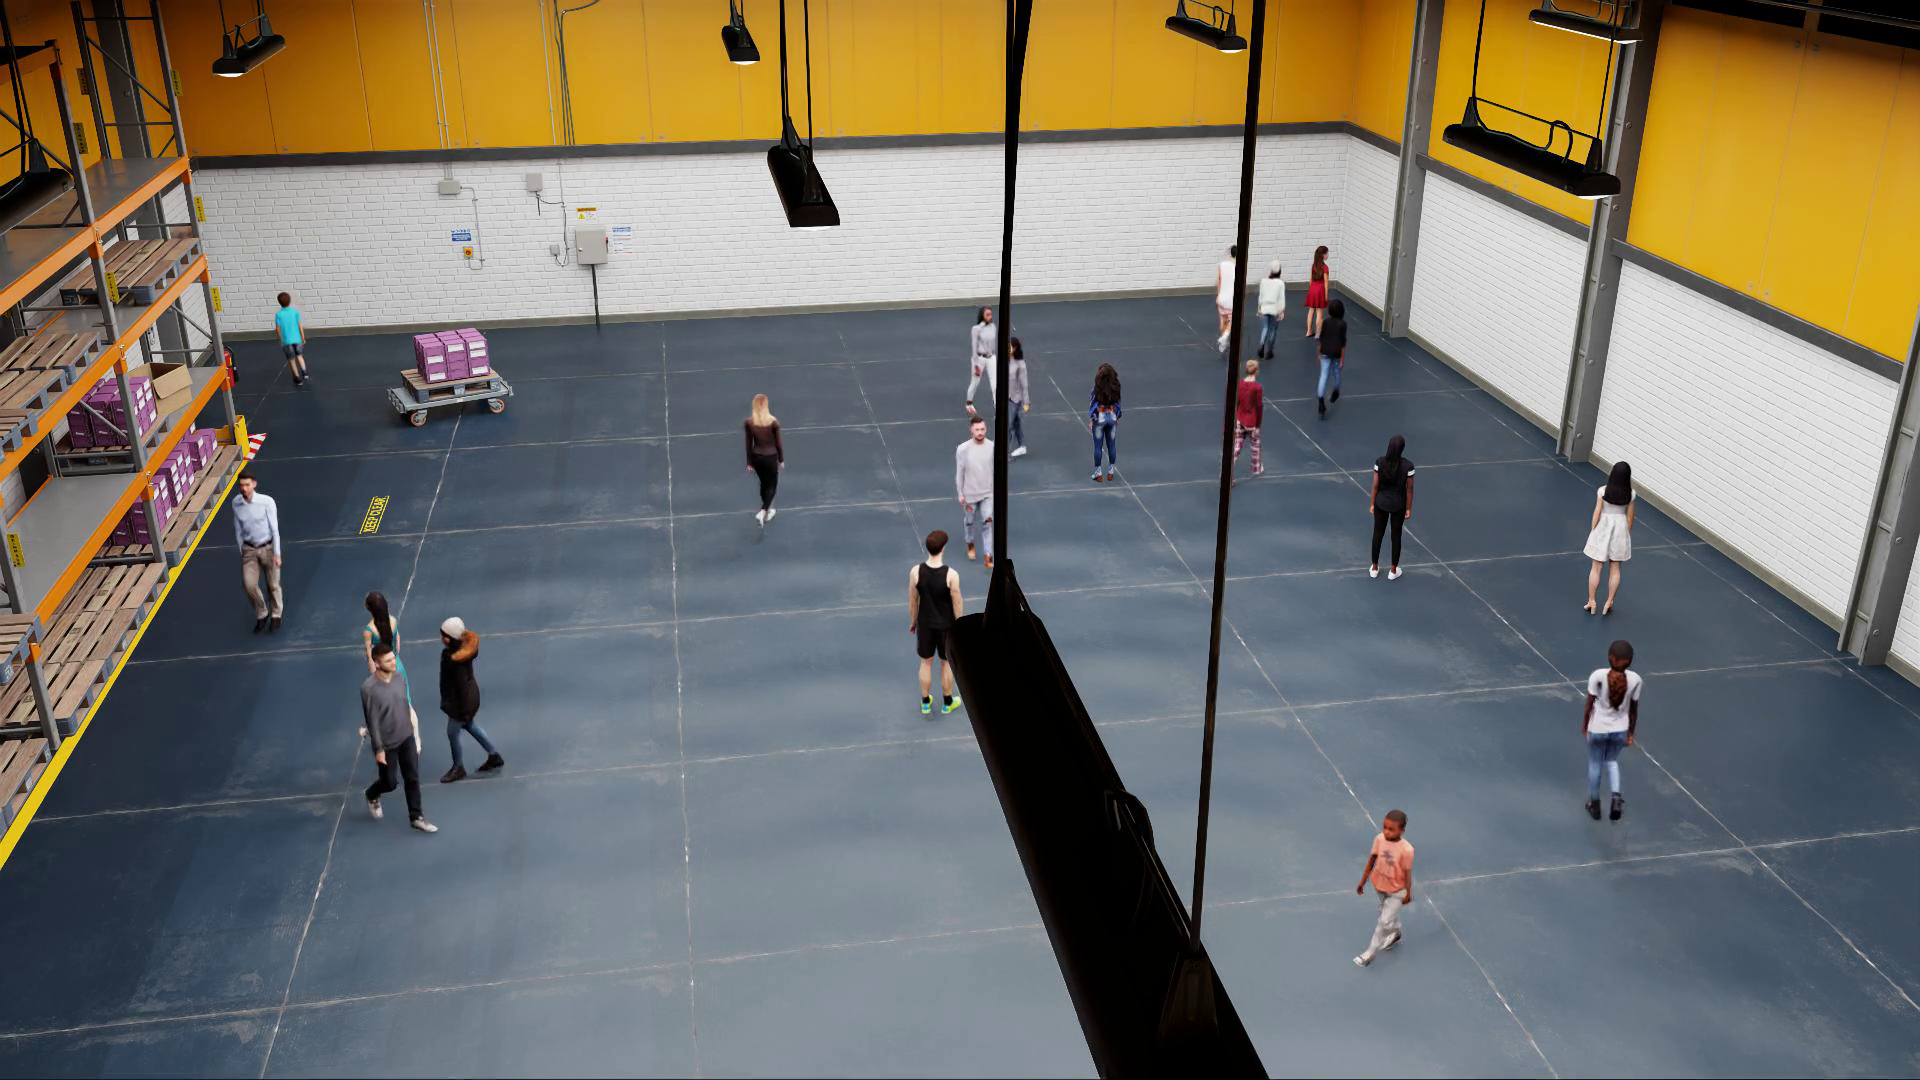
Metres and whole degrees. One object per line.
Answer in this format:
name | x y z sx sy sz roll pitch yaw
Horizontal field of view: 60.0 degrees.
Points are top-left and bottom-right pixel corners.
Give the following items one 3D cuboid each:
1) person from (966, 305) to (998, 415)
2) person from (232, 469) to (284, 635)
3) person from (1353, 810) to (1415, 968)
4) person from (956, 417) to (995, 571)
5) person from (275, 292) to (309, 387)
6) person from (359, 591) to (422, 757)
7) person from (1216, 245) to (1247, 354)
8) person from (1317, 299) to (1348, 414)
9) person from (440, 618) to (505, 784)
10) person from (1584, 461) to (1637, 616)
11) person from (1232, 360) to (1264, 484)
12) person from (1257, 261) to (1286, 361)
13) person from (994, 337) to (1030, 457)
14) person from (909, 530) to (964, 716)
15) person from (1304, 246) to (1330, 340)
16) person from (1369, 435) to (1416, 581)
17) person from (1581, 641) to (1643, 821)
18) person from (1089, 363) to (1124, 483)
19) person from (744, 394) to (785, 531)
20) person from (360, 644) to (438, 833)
person | 0.289 -2.540 23.990 0.848 1.675 1.267 -12 26 -25
person | -7.452 0.089 17.792 0.645 1.823 0.618 -3 24 -6
person | 3.328 2.608 12.703 0.797 1.283 0.878 -17 29 -34
person | 0.166 -0.586 19.367 0.706 1.799 1.103 -5 24 -11
person | -10.232 -3.067 25.492 0.623 1.439 0.671 -18 29 -35
person | -5.209 1.276 15.298 1.052 1.646 0.995 15 28 31
person | 4.339 -3.873 26.937 1.001 1.758 1.088 11 26 25
person | 5.397 -2.629 24.226 1.013 1.649 1.249 9 25 20
person | -4.438 1.416 15.005 0.770 1.623 0.759 -6 24 -13
person | 7.084 -0.025 18.113 0.747 1.775 0.764 5 24 12
person | 3.687 -1.508 21.656 1.086 1.654 1.101 19 30 36
person | 4.940 -3.637 26.550 0.830 1.636 0.902 12 26 26
person | 0.795 -1.918 22.534 0.962 1.702 1.012 -17 29 -34
person | -0.235 0.802 16.078 0.764 1.890 0.715 5 24 12
person | 5.991 -4.152 27.832 0.717 1.552 0.653 -16 28 -32
person | 4.919 -0.390 19.005 0.711 1.729 0.730 9 25 20
person | 5.580 1.685 14.283 0.682 1.709 0.810 2 24 5
person | 1.899 -1.555 21.814 0.616 1.615 0.562 -6 24 -13
person | -2.400 -0.926 20.292 0.868 1.681 1.108 5 24 11
person | -4.905 1.691 14.218 1.040 1.750 1.010 13 27 27
